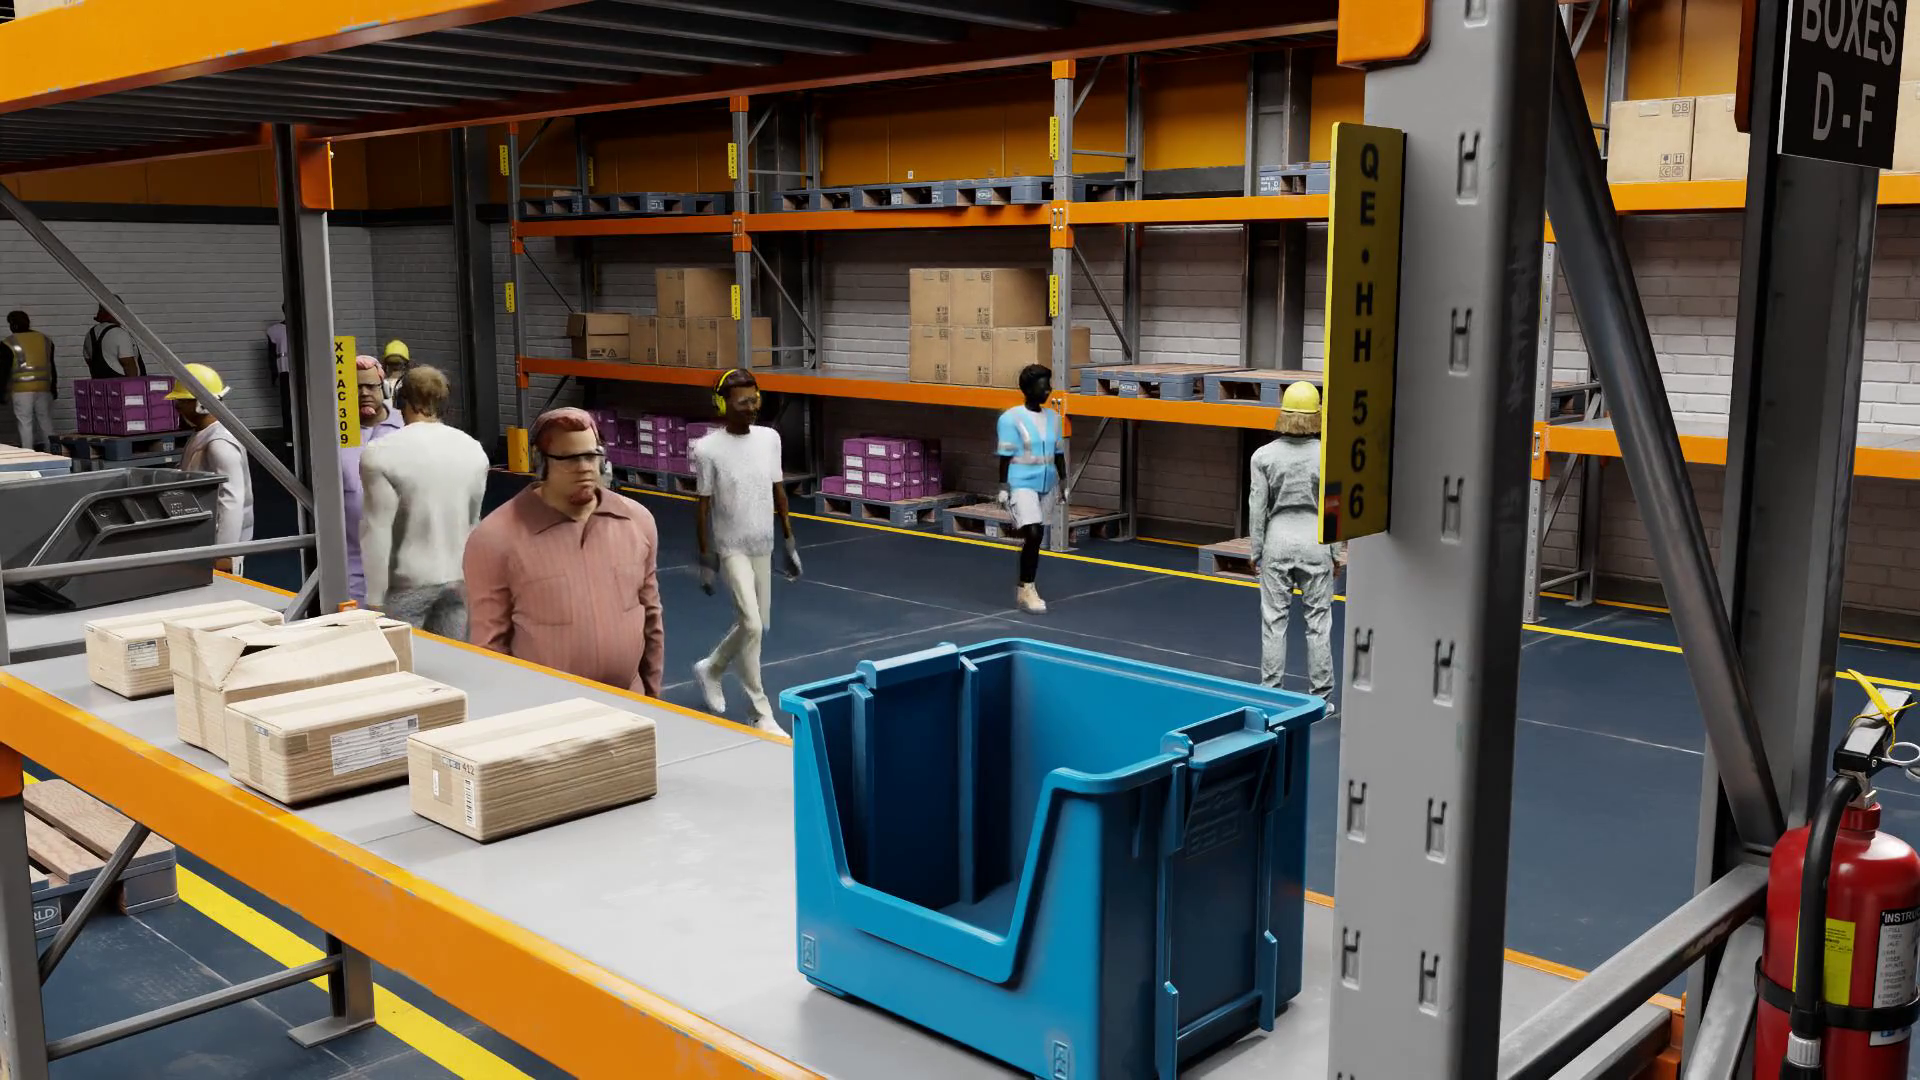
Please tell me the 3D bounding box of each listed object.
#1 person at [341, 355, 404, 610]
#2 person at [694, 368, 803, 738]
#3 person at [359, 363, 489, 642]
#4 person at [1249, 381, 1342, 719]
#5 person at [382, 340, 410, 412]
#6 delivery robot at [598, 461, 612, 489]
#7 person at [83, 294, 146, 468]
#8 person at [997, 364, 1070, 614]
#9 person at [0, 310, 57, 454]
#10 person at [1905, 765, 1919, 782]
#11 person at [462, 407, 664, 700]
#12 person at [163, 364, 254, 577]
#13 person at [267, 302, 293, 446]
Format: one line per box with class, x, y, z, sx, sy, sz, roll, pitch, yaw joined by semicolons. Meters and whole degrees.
person;-2.824;0.067;8.015;0.652;1.906;0.403;-5;10;-27
person;-1.104;0.048;8.350;0.533;1.844;0.812;-9;13;-44
person;-2.344;0.207;7.231;0.398;1.905;0.713;7;11;35
person;1.731;0.057;8.568;0.486;1.744;0.310;2;10;13
person;-4.503;-0.725;13.340;0.538;1.749;0.484;-4;10;-23
delivery robot;-3.776;-0.698;16.551;0.477;0.478;0.707;-9;13;-44
person;-9.255;-1.686;18.347;0.682;2.000;0.538;4;10;25
person;0.539;-0.340;11.189;0.548;1.677;0.580;-8;12;-41
person;-10.879;-1.755;19.417;0.437;1.834;0.657;5;10;28
person;4.533;0.201;7.461;0.591;1.823;0.405;-7;12;-38
person;-1.194;0.535;5.183;0.635;1.899;0.398;-7;12;-38
person;-3.886;0.002;8.645;0.404;1.827;0.601;-6;11;-32
person;-8.704;-2.174;21.723;0.590;1.916;0.393;-2;9;-12
